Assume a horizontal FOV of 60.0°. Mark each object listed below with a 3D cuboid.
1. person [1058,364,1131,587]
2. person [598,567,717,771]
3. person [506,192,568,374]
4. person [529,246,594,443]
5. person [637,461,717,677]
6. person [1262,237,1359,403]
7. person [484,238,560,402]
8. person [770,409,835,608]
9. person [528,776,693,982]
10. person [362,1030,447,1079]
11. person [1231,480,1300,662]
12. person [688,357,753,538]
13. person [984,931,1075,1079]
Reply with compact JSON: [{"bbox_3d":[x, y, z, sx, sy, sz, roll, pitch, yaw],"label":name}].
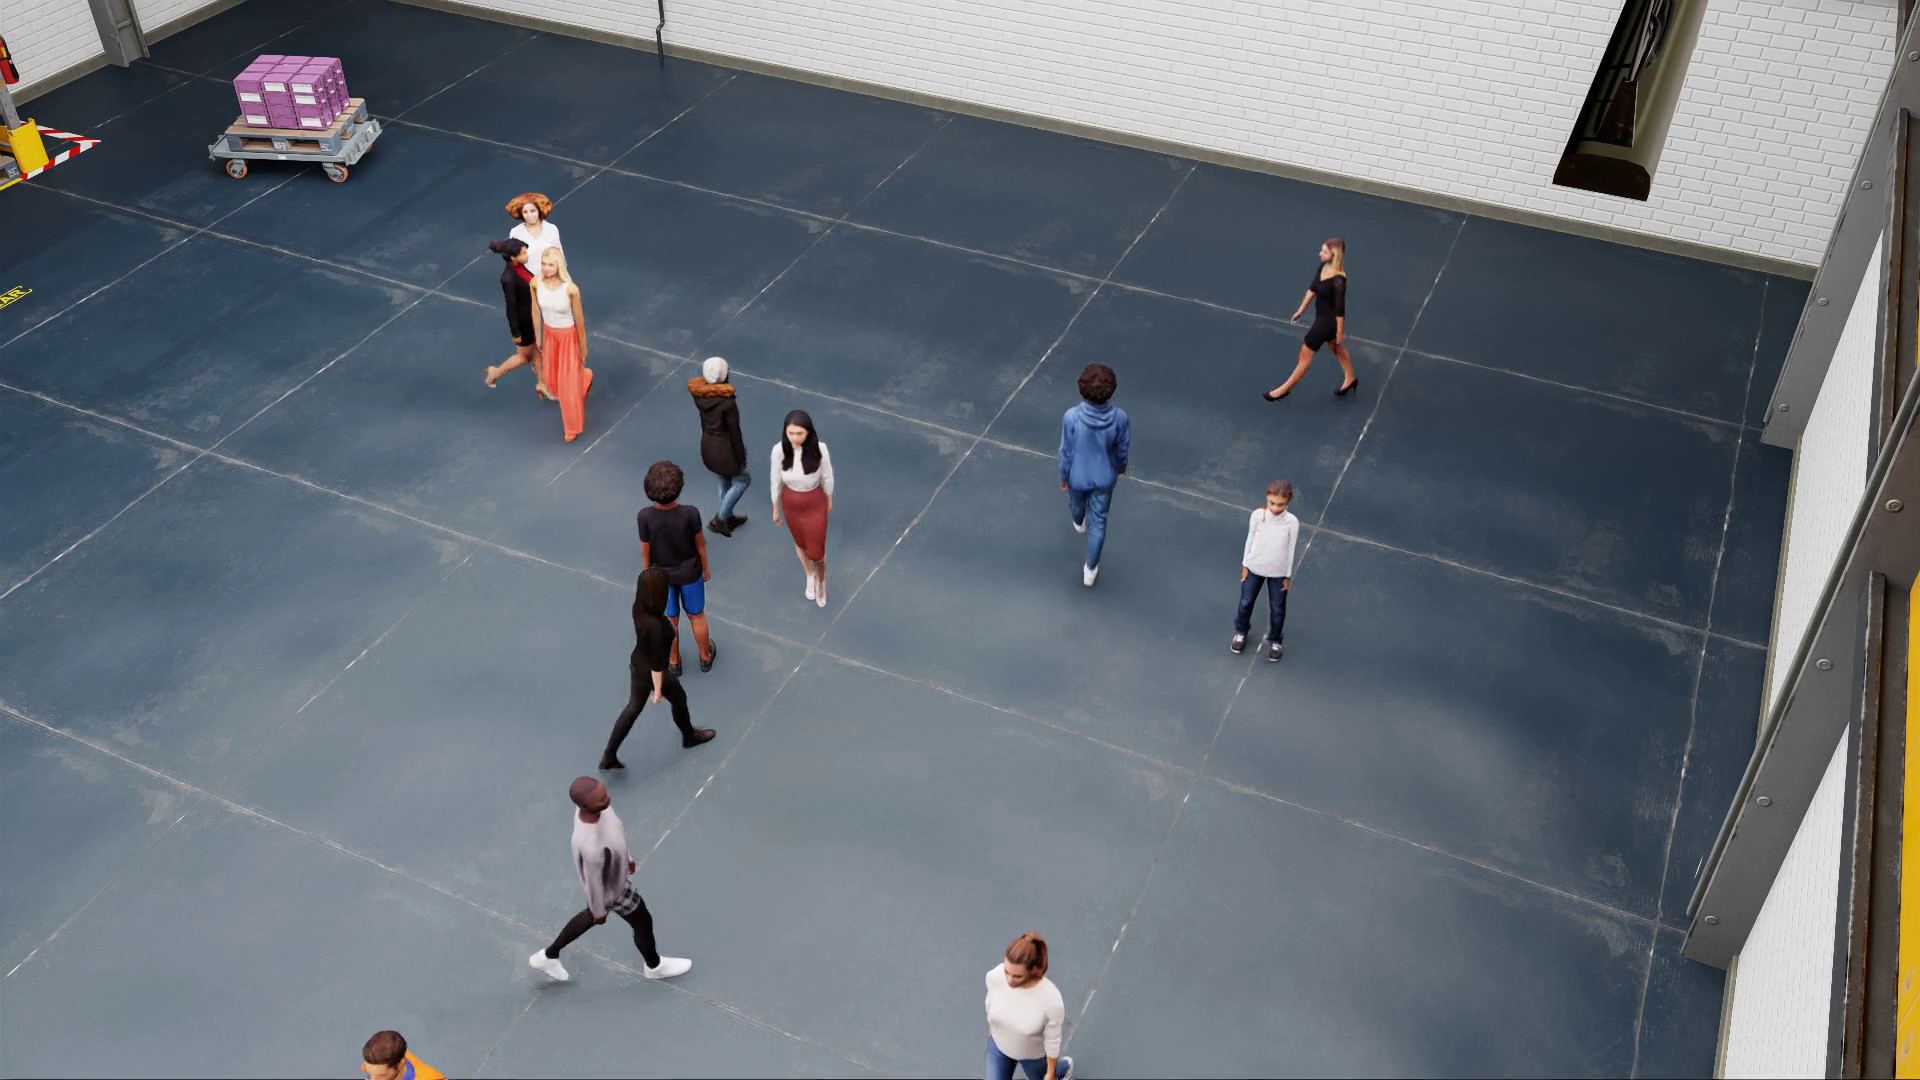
[{"bbox_3d":[0.994,-0.455,12.513,0.968,1.767,1.239,2,39,3],"label":"person"},{"bbox_3d":[-2.098,0.904,10.943,1.161,1.603,0.938,-26,45,-28],"label":"person"},{"bbox_3d":[-3.748,-2.333,14.908,0.755,1.713,0.801,-9,39,-11],"label":"person"},{"bbox_3d":[-3.318,-1.719,14.078,0.691,1.789,0.874,11,40,13],"label":"person"},{"bbox_3d":[-1.992,0.213,11.652,0.709,1.797,0.739,-7,39,-8],"label":"person"},{"bbox_3d":[3.256,-1.868,14.404,0.995,1.615,1.110,-3,39,-4],"label":"person"},{"bbox_3d":[-3.846,-1.864,14.394,0.851,1.620,0.898,1,39,2],"label":"person"},{"bbox_3d":[-1.138,-0.272,12.307,0.684,1.737,0.707,5,39,6],"label":"person"},{"bbox_3d":[-2.113,1.970,9.500,1.132,1.737,1.164,-7,39,-9],"label":"person"},{"bbox_3d":[-2.601,2.931,8.206,0.727,1.851,0.676,27,46,30],"label":"person"},{"bbox_3d":[2.208,0.188,11.878,0.559,1.554,0.526,11,40,14],"label":"person"},{"bbox_3d":[-1.884,-0.667,12.892,0.729,1.626,0.775,30,47,32],"label":"person"},{"bbox_3d":[0.376,2.615,8.736,0.678,1.682,1.150,19,42,22],"label":"person"}]
